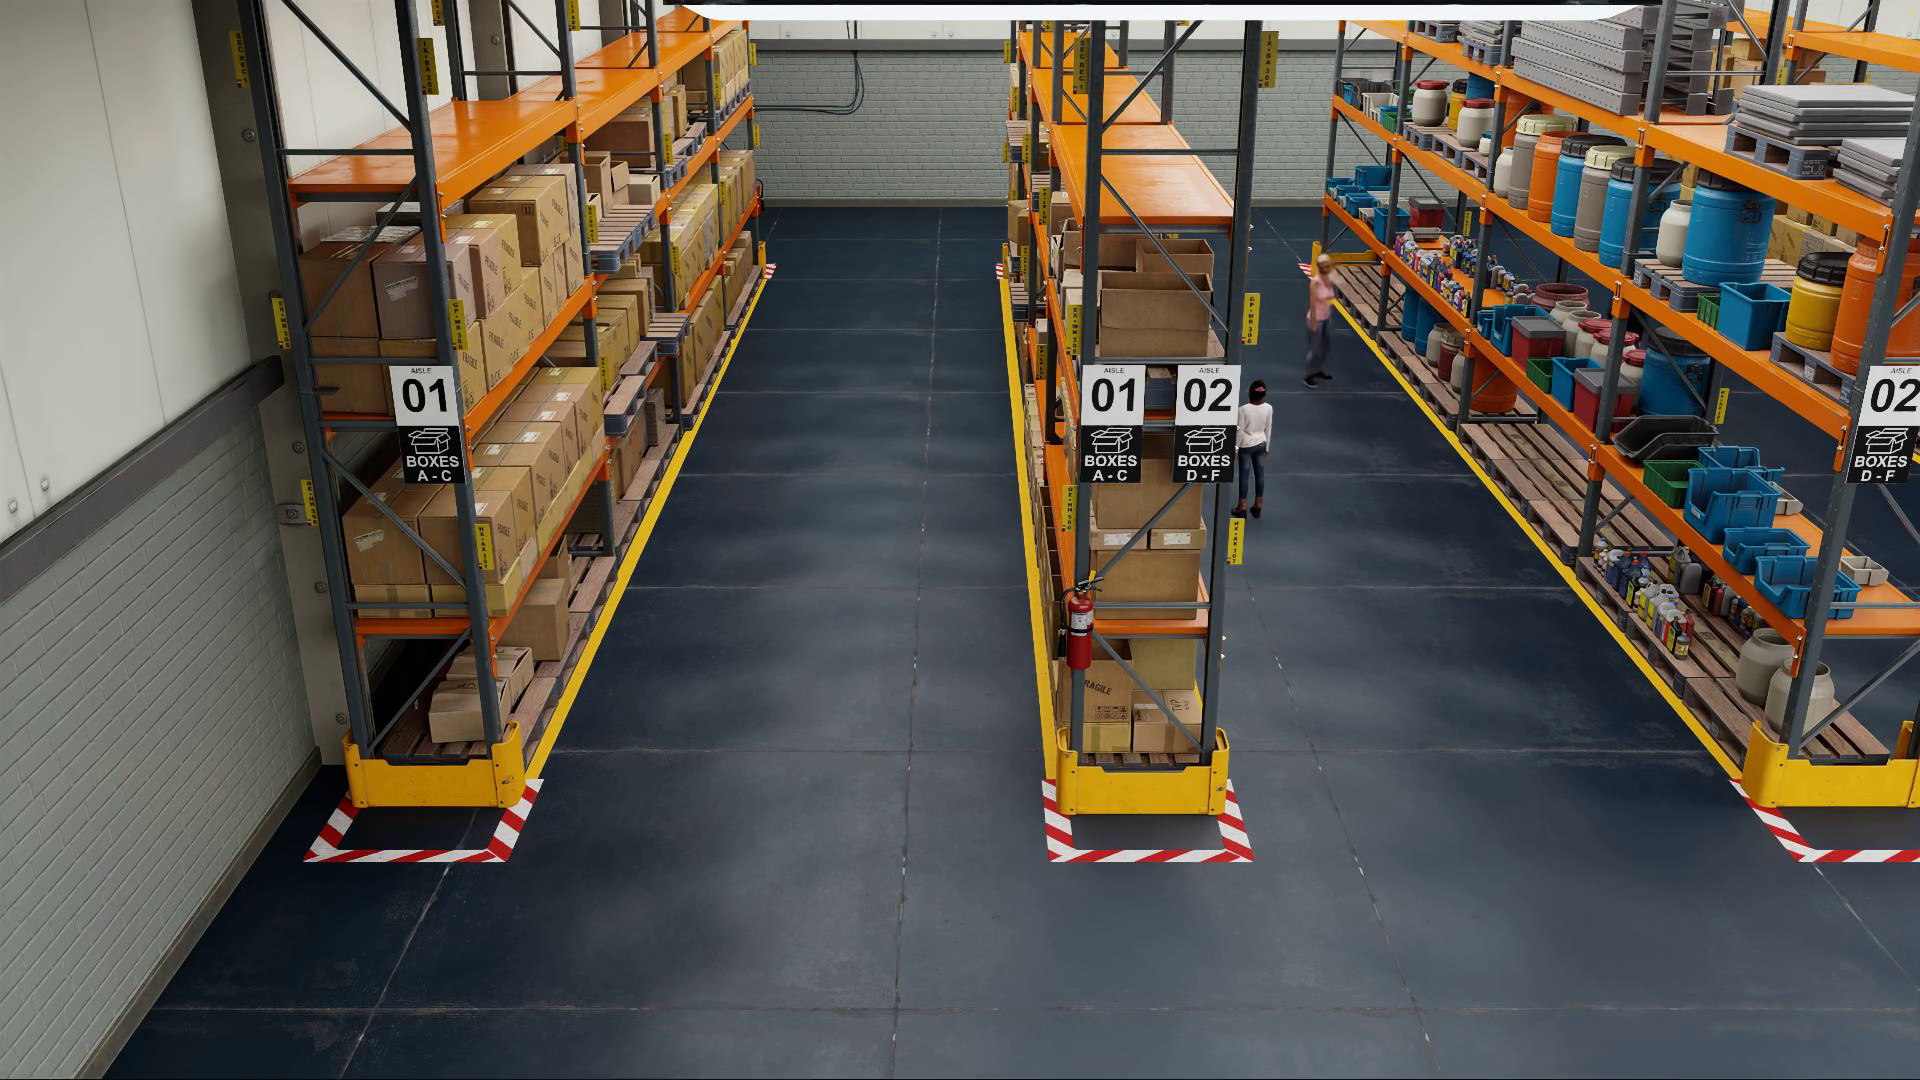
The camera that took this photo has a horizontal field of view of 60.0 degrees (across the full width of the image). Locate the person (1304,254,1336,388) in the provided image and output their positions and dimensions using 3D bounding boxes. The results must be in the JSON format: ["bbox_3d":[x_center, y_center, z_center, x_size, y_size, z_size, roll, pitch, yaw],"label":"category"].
[{"bbox_3d":[4.442,-2.728,20.635,0.837,1.687,0.809,18,28,36],"label":"person"}]

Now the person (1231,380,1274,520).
[{"bbox_3d":[2.907,-0.924,16.536,0.577,1.452,0.567,-6,23,-14],"label":"person"}]
